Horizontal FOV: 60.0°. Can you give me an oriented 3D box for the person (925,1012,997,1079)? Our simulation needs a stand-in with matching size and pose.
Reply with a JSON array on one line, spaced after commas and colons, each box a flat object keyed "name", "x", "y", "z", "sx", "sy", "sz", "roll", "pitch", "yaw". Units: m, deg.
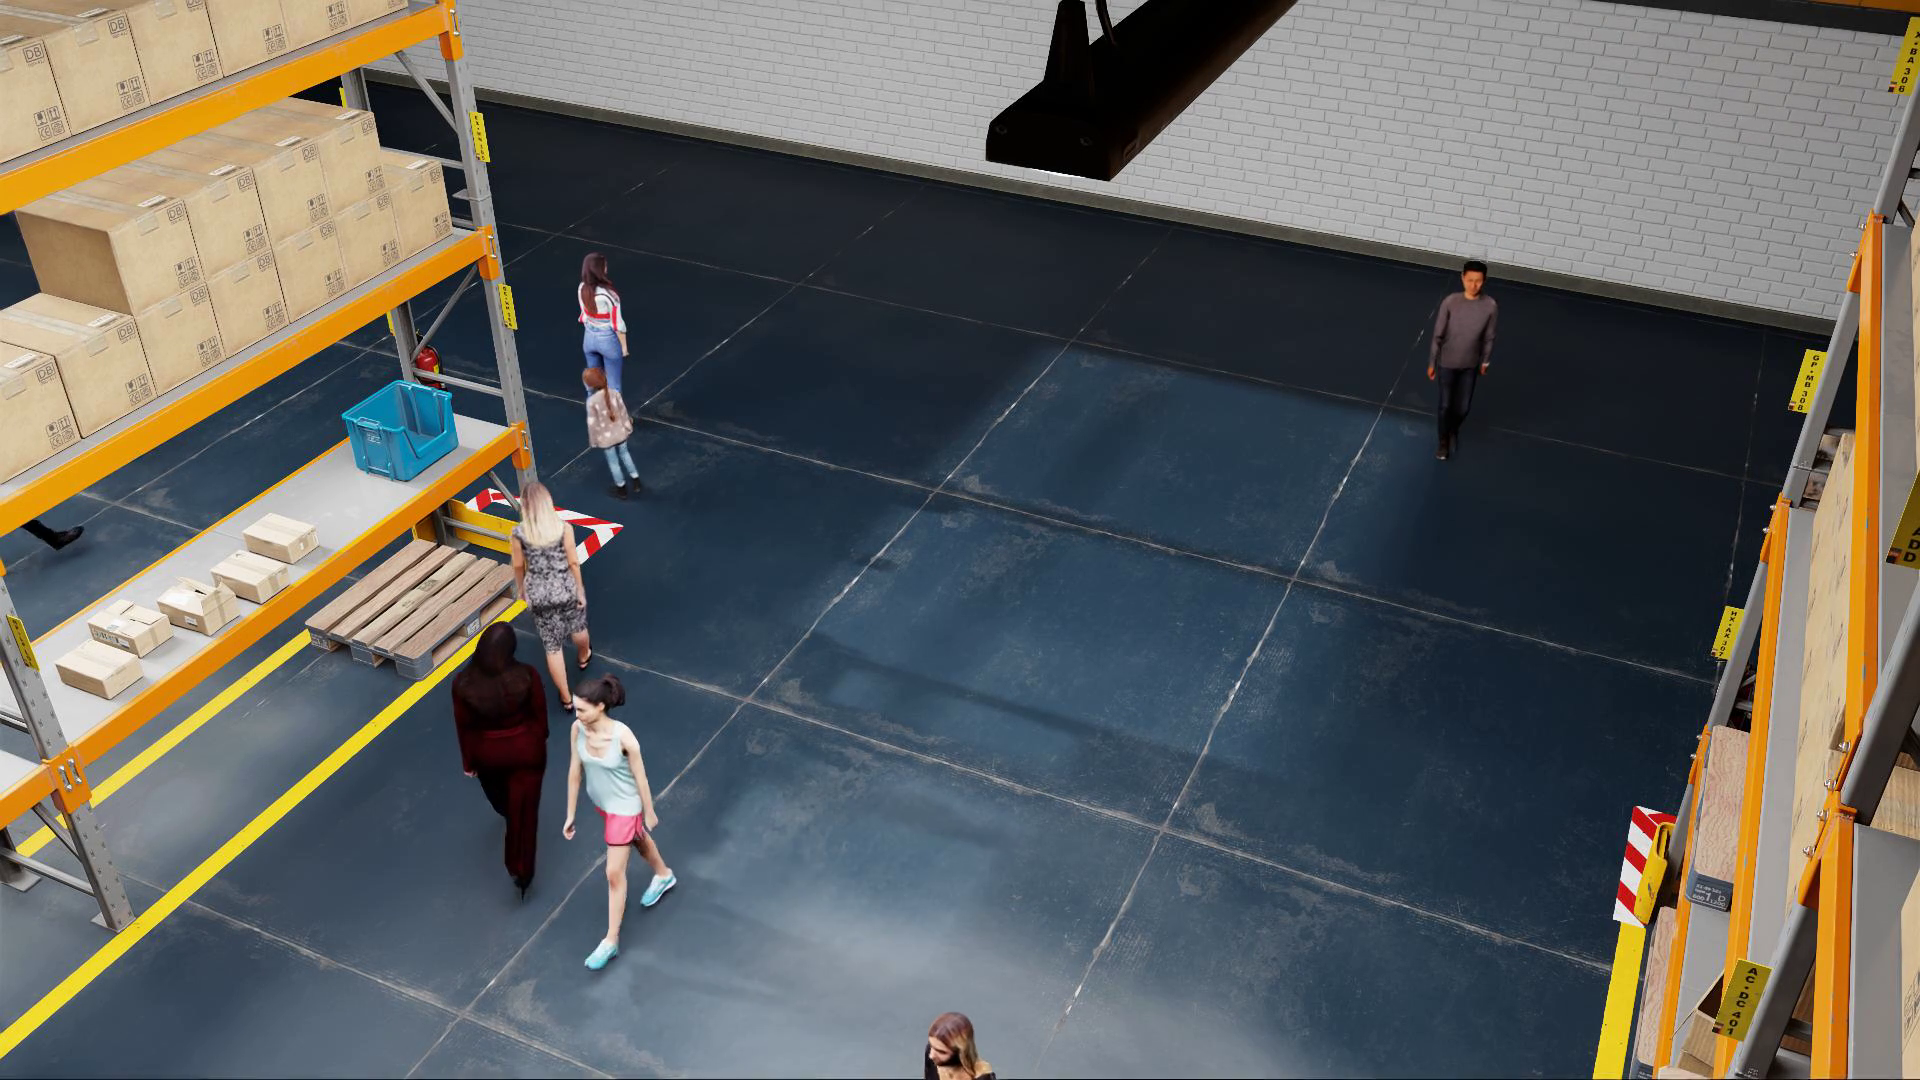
[{"name": "person", "x": 0.060, "y": 2.673, "z": 7.510, "sx": 0.629, "sy": 1.659, "sz": 0.676, "roll": 22, "pitch": 40, "yaw": 30}]

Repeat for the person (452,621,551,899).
[{"name": "person", "x": -2.591, "y": 1.302, "z": 9.551, "sx": 1.121, "sy": 1.682, "sz": 1.246, "roll": -8, "pitch": 35, "yaw": -12}]

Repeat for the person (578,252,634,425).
[{"name": "person", "x": -3.035, "y": -1.678, "z": 14.099, "sx": 0.582, "sy": 1.610, "sz": 0.491, "roll": 15, "pitch": 36, "yaw": 21}]

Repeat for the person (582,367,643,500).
[{"name": "person", "x": -2.761, "y": -0.844, "z": 13.233, "sx": 0.561, "sy": 1.180, "sz": 0.659, "roll": -20, "pitch": 38, "yaw": -27}]

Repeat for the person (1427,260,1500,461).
[{"name": "person", "x": 4.115, "y": -1.500, "z": 13.699, "sx": 0.699, "sy": 1.756, "sz": 0.690, "roll": 10, "pitch": 35, "yaw": 14}]

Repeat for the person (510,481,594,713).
[{"name": "person", "x": -2.667, "y": 0.421, "z": 10.875, "sx": 0.894, "sy": 1.684, "sz": 1.006, "roll": -5, "pitch": 34, "yaw": -8}]

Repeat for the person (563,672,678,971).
[{"name": "person", "x": -1.869, "y": 1.438, "z": 9.313, "sx": 0.623, "sy": 1.720, "sz": 1.093, "roll": 16, "pitch": 37, "yaw": 23}]
